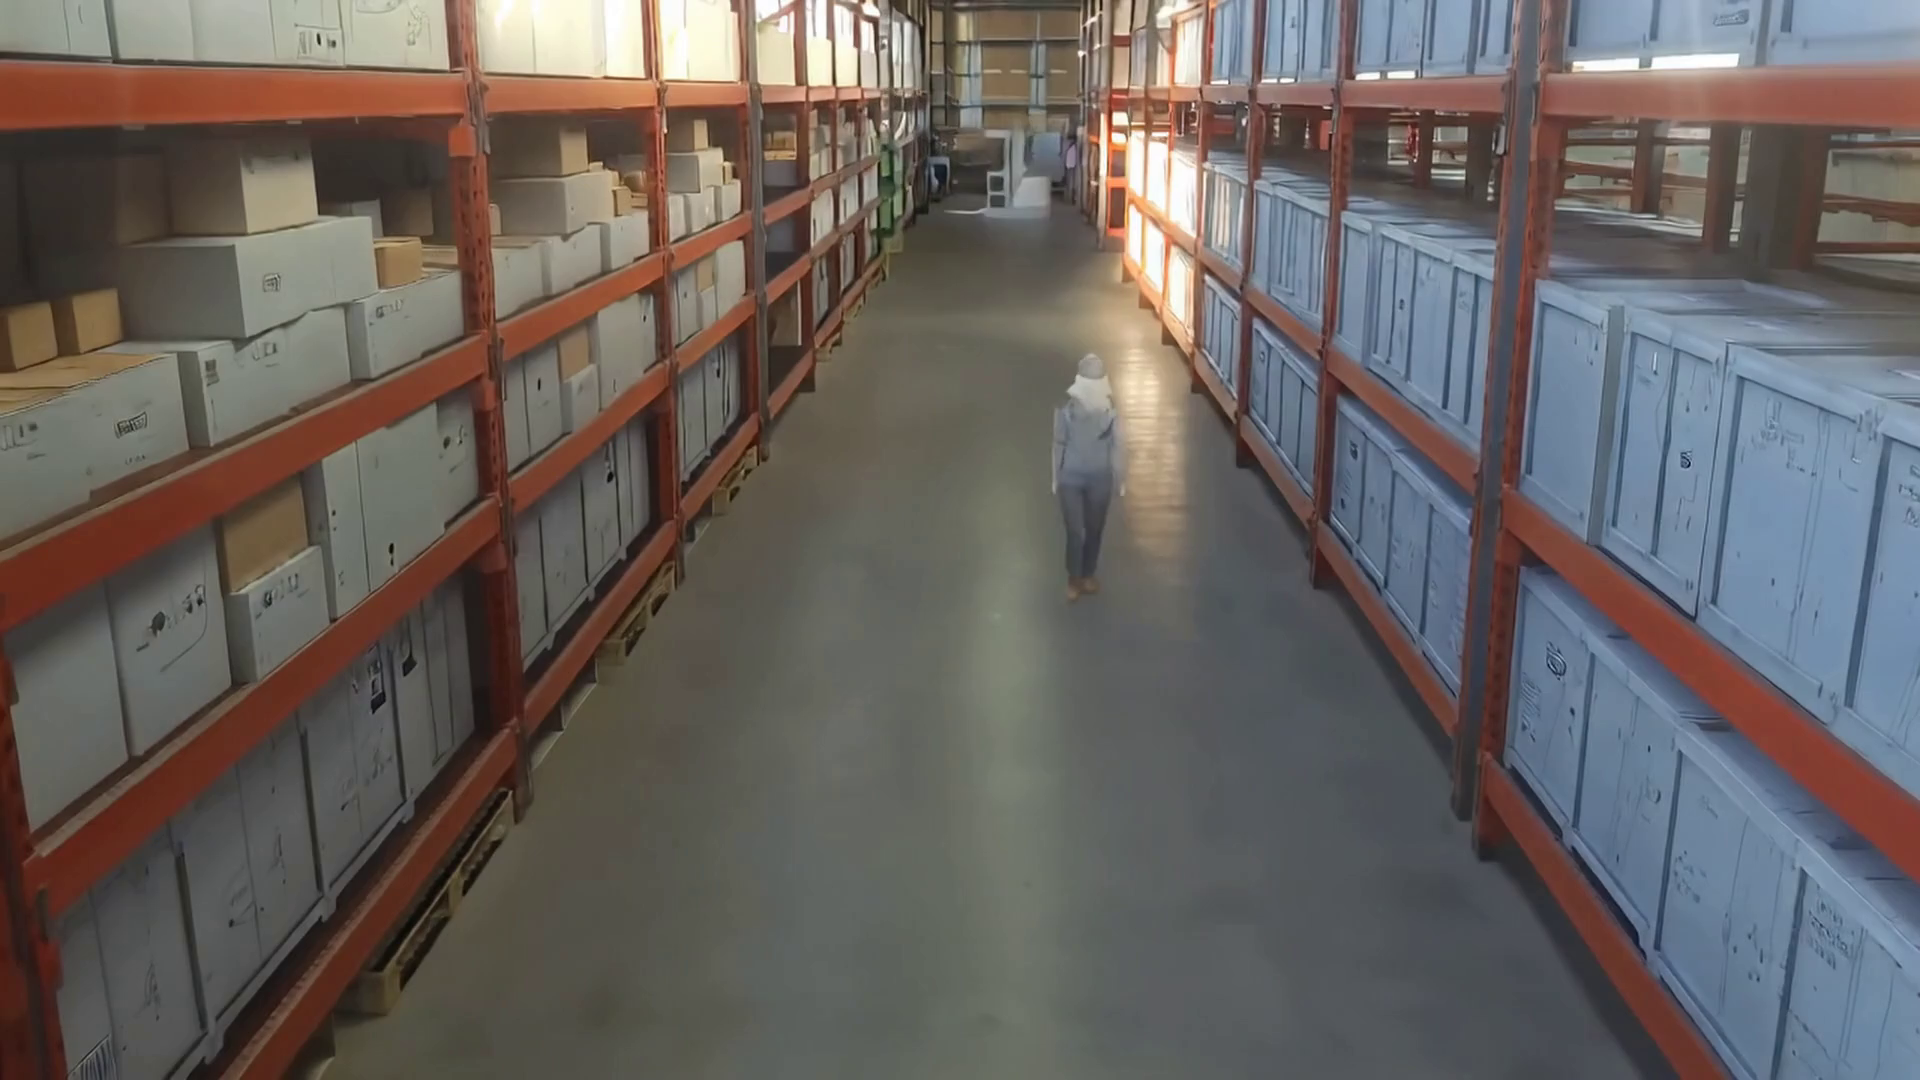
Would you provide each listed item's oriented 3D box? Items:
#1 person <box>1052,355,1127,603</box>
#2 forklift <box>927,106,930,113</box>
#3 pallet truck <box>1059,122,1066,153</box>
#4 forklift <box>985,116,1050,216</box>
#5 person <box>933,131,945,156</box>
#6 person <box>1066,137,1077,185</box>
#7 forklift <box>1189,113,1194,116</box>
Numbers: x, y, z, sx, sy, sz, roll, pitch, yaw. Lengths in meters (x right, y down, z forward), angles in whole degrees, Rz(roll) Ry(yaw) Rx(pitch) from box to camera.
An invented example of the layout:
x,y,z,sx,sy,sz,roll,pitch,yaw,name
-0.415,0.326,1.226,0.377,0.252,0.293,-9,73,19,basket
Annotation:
x,y,z,sx,sy,sz,roll,pitch,yaw,name
0.903,-0.418,11.536,0.512,1.709,0.785,0,15,-1,person
-2.001,-20.667,84.687,1.129,2.768,1.873,0,15,2,forklift
5.788,-21.111,88.014,1.885,1.965,0.823,5,16,18,pallet truck
1.665,-10.739,47.748,1.873,2.768,1.129,0,15,2,forklift
-0.928,-15.952,68.928,0.627,1.941,0.370,4,16,14,person
3.878,-12.792,57.064,0.396,1.992,0.619,-8,17,-26,person
8.039,-13.232,57.024,1.129,2.768,1.873,0,15,1,forklift
